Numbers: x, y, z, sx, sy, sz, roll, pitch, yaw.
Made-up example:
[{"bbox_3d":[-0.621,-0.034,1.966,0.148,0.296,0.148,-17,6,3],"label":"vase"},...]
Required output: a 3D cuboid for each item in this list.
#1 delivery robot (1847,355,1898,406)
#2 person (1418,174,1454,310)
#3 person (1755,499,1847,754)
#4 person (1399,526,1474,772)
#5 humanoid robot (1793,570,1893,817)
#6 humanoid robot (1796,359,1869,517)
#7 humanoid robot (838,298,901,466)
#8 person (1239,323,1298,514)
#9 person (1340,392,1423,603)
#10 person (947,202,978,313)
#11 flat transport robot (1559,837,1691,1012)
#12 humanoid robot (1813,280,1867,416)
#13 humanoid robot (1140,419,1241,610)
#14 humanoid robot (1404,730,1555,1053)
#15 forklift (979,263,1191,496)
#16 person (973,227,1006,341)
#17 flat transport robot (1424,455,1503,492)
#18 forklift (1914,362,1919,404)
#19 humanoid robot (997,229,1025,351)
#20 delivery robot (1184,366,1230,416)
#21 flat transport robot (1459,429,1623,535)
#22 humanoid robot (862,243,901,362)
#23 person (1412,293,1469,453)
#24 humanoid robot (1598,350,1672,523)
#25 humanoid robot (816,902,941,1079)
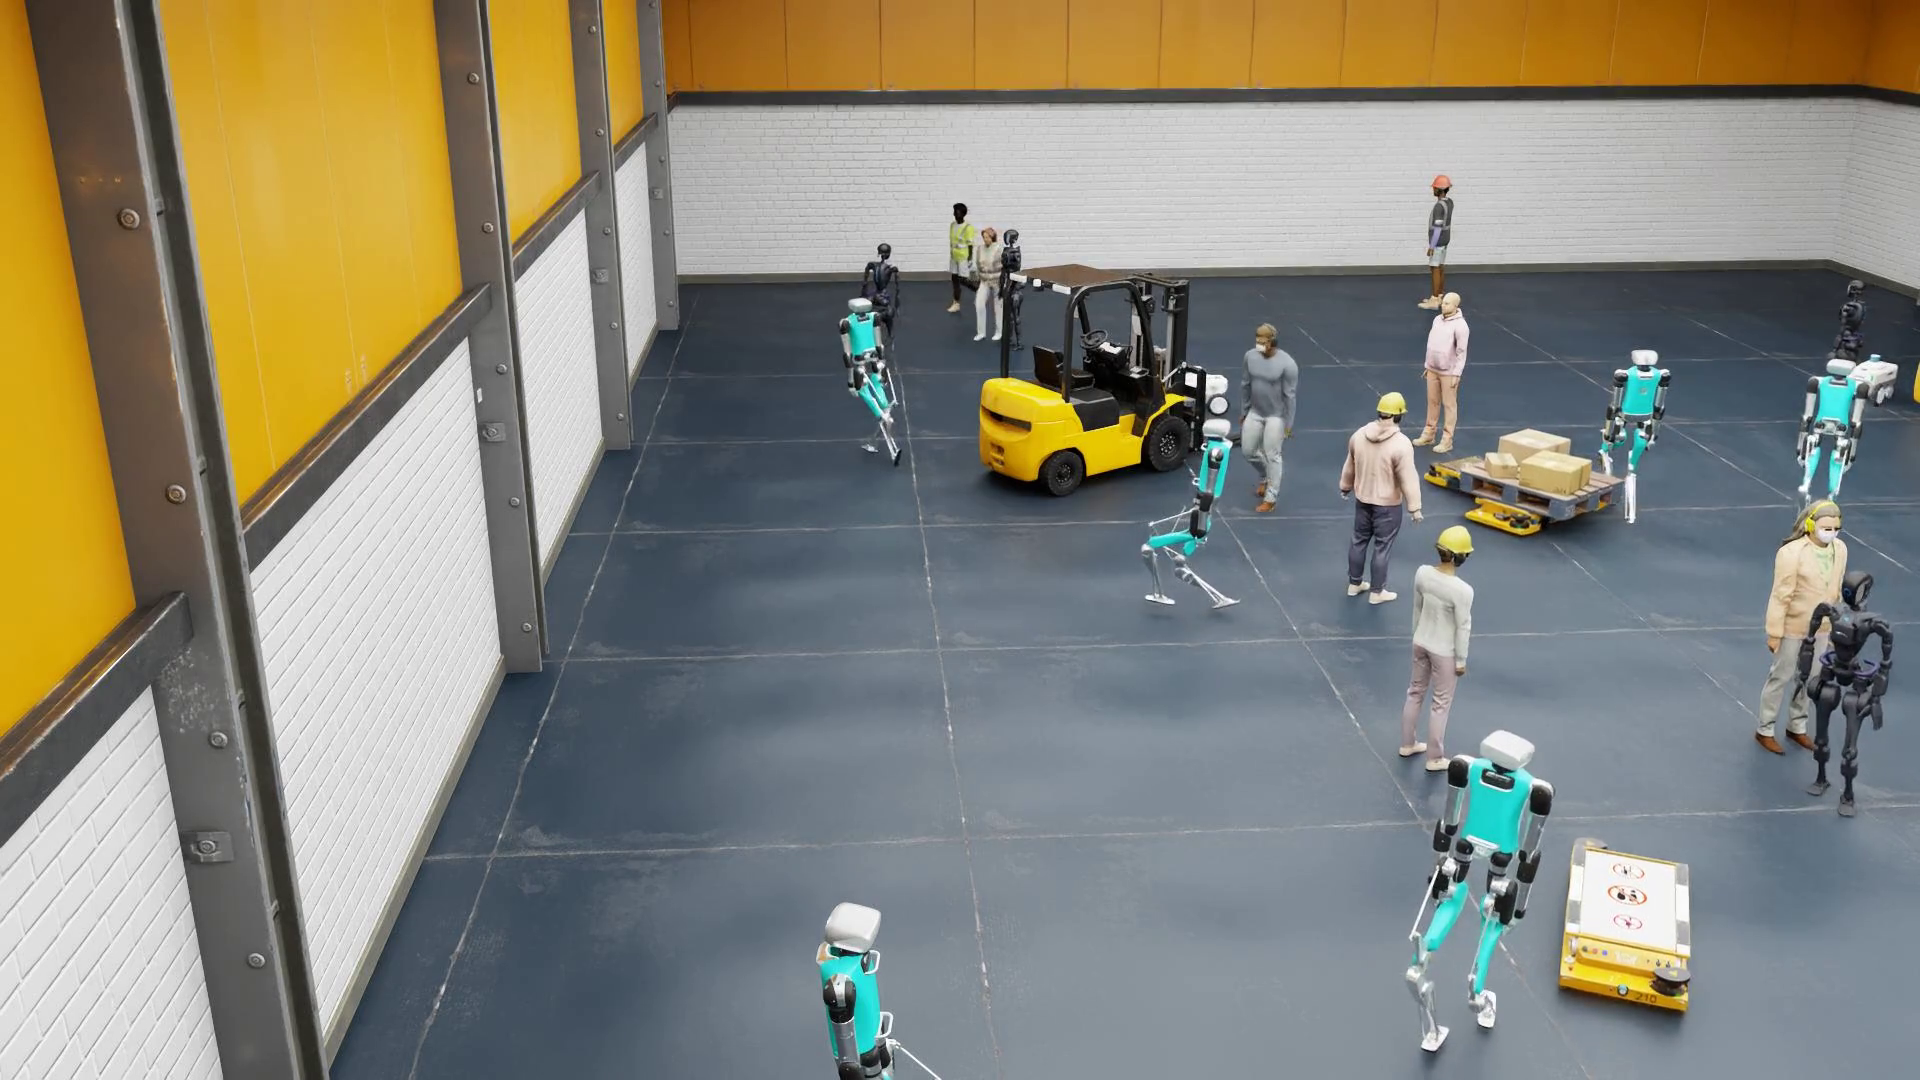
[{"bbox_3d":[11.316,-2.001,20.652,0.765,0.585,0.499,-16,25,-36],"label":"delivery robot"},{"bbox_3d":[7.305,-4.563,25.489,0.375,2.045,0.605,12,23,29],"label":"person"},{"bbox_3d":[5.906,0.595,11.696,0.569,1.869,0.404,-5,21,-14],"label":"person"},{"bbox_3d":[3.310,0.739,11.455,0.335,1.758,0.516,-10,22,-26],"label":"person"},{"bbox_3d":[5.831,0.963,10.973,0.371,1.637,0.602,-16,25,-36],"label":"humanoid robot"},{"bbox_3d":[8.093,-0.746,15.590,0.534,1.767,0.985,11,23,28],"label":"humanoid robot"},{"bbox_3d":[-0.861,-1.696,18.156,0.559,1.784,0.955,-15,25,-36],"label":"humanoid robot"},{"bbox_3d":[3.082,-1.234,16.597,0.481,1.919,0.665,-16,26,-37],"label":"person"},{"bbox_3d":[3.594,-0.354,14.296,0.436,1.856,0.814,-17,26,-38],"label":"person"},{"bbox_3d":[0.052,-4.303,25.305,0.497,1.684,0.532,-16,25,-36],"label":"person"},{"bbox_3d":[3.862,2.197,9.643,0.659,0.231,1.431,8,22,20],"label":"flat transport robot"},{"bbox_3d":[10.517,-2.280,19.779,0.609,1.649,0.349,-17,26,-39],"label":"humanoid robot"},{"bbox_3d":[1.888,-0.176,14.010,1.023,1.740,0.539,4,21,12],"label":"humanoid robot"},{"bbox_3d":[2.581,1.857,8.430,0.550,1.752,0.869,14,24,33],"label":"humanoid robot"},{"bbox_3d":[1.315,-1.764,17.646,2.313,2.155,1.214,-14,24,-33],"label":"forklift"},{"bbox_3d":[0.407,-3.588,23.435,0.543,1.614,0.613,12,24,30],"label":"person"},{"bbox_3d":[5.573,-0.575,17.194,0.659,0.231,1.431,-13,24,-31],"label":"flat transport robot"},{"bbox_3d":[12.602,-2.435,19.475,2.313,2.155,1.214,-1,20,-4],"label":"forklift"},{"bbox_3d":[0.717,-3.465,23.004,0.315,1.657,0.599,-8,22,-20],"label":"humanoid robot"},{"bbox_3d":[2.888,-1.795,20.113,0.773,0.601,0.528,-2,20,-5],"label":"delivery robot"},{"bbox_3d":[5.753,-0.346,16.569,1.431,0.231,0.659,-15,25,-35],"label":"flat transport robot"},{"bbox_3d":[-1.095,-3.111,22.073,0.615,1.644,0.431,10,22,25],"label":"humanoid robot"},{"bbox_3d":[5.404,-1.879,18.548,0.401,1.784,0.523,-12,23,-29],"label":"person"},{"bbox_3d":[6.594,-1.074,16.484,0.545,1.780,0.863,2,20,4],"label":"humanoid robot"},{"bbox_3d":[-0.218,2.302,7.030,0.735,1.677,0.533,1,20,3],"label":"humanoid robot"}]
